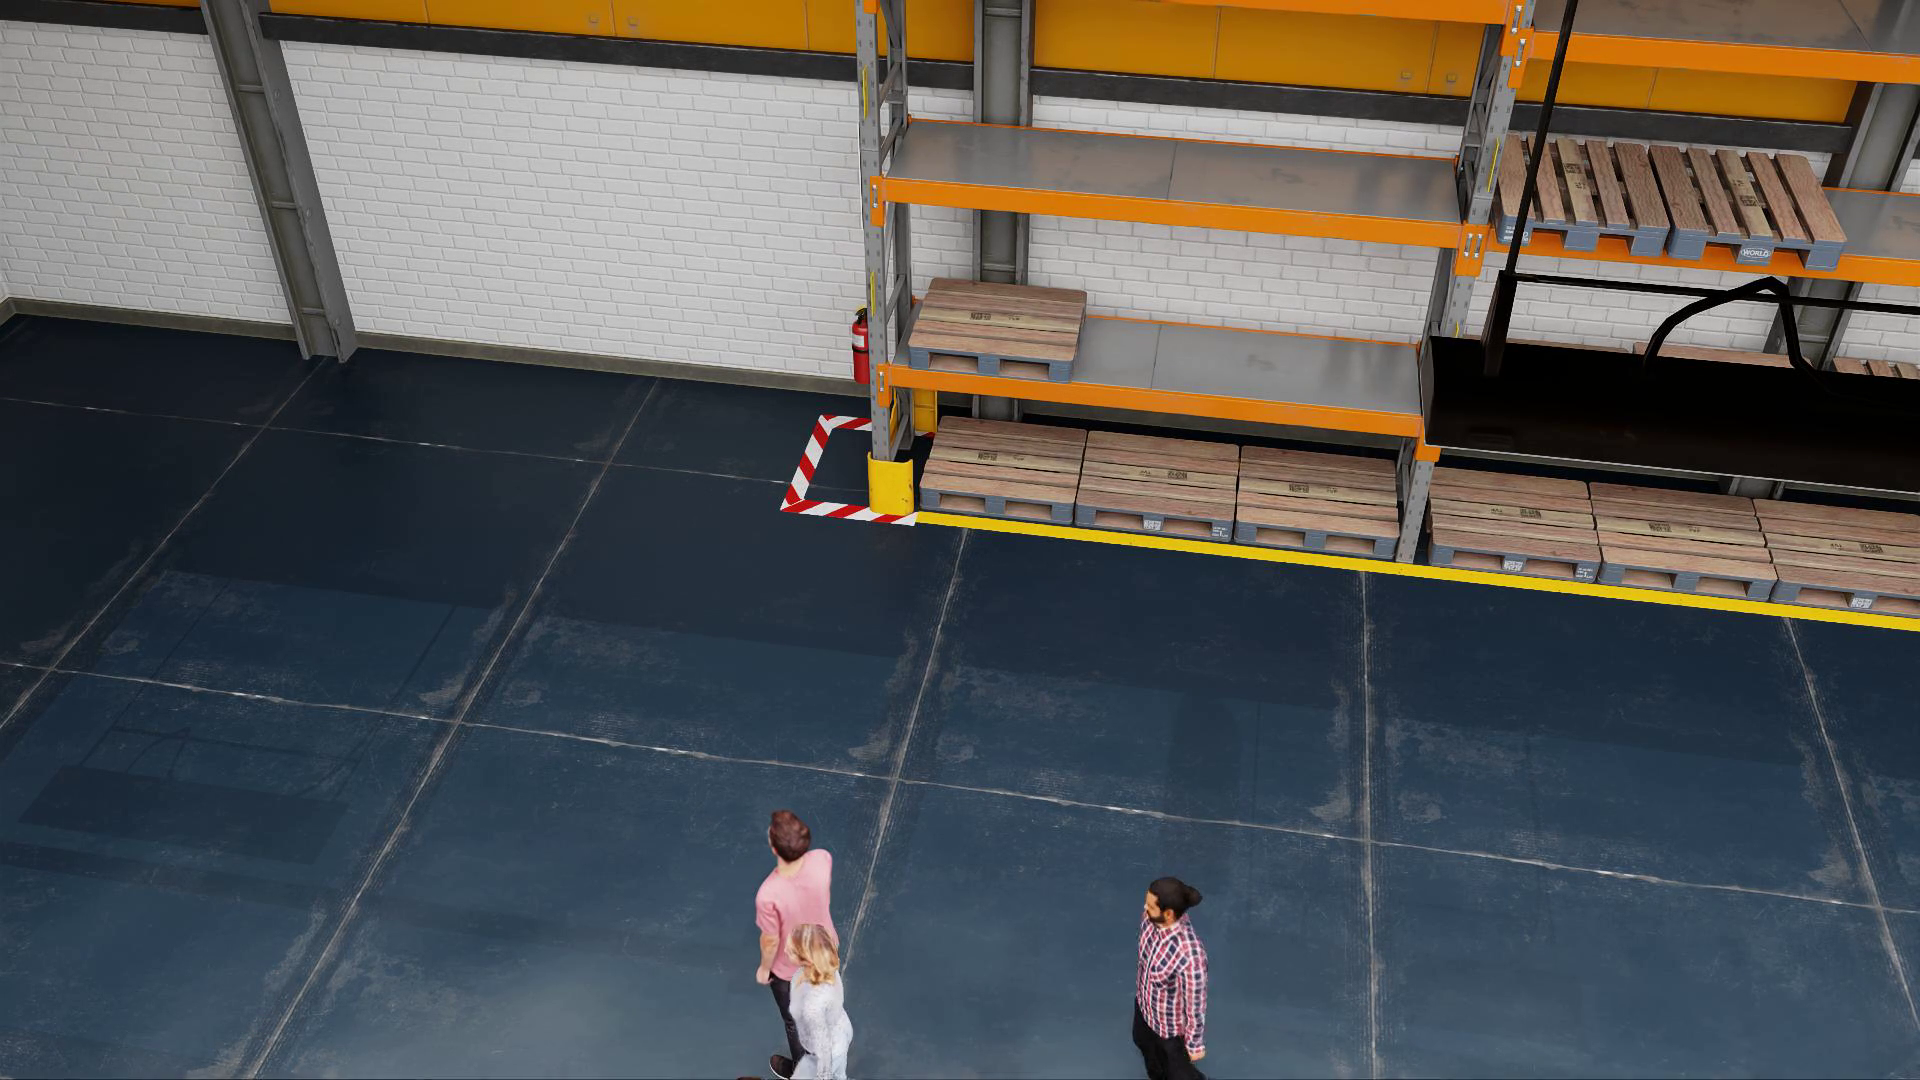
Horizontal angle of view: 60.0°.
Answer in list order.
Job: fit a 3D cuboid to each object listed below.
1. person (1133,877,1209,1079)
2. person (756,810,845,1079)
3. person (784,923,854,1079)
[{"bbox_3d":[1.086,2.347,8.347,0.893,1.738,0.881,-21,43,-24],"label":"person"},{"bbox_3d":[-0.807,2.095,8.487,0.729,1.959,0.716,30,47,32],"label":"person"},{"bbox_3d":[-0.570,2.483,8.141,0.602,1.783,0.600,4,39,5],"label":"person"}]
